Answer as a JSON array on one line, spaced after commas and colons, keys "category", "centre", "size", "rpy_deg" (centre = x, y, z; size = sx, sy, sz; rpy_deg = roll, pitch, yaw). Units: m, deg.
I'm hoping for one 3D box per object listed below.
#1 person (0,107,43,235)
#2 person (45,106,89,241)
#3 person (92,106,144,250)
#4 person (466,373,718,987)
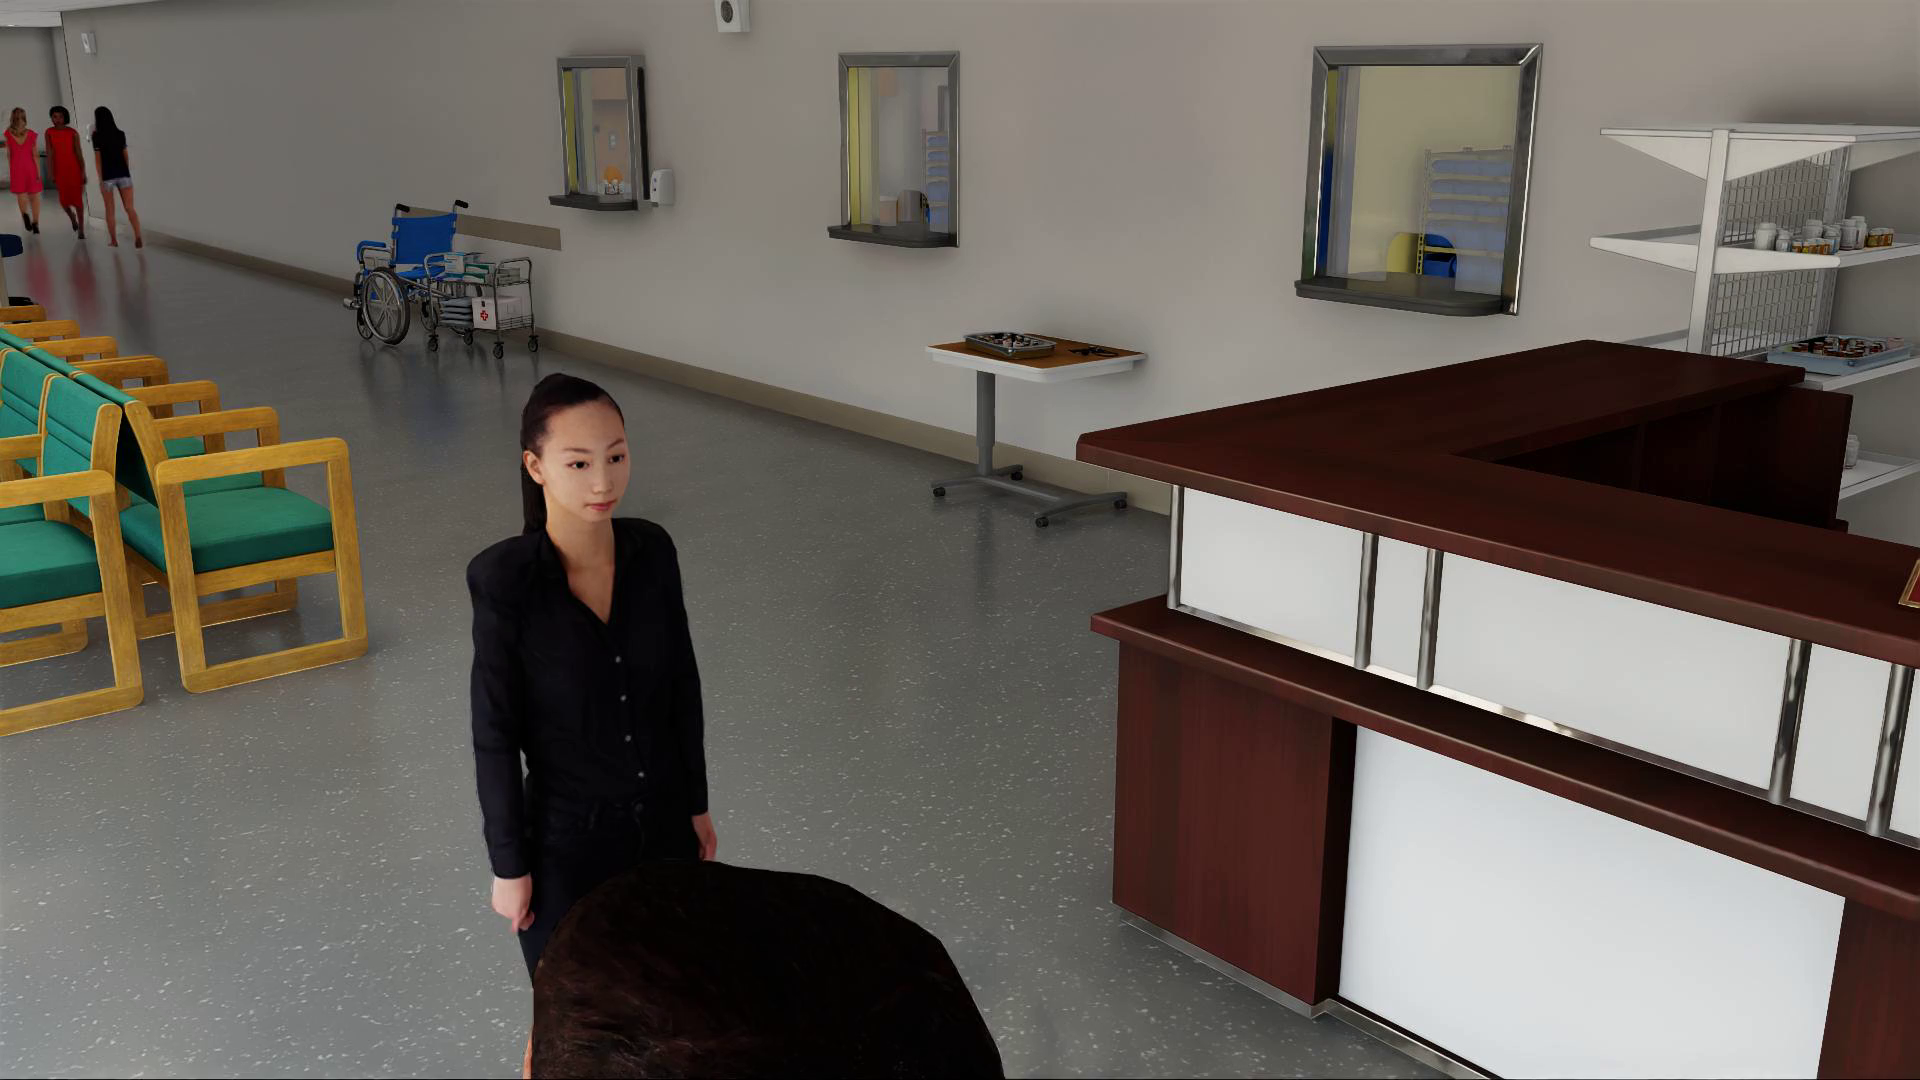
[{"category": "person", "centre": [-12.629, -4.941, 22.421], "size": [1.025, 1.698, 0.858], "rpy_deg": [-6, 17, -21]}, {"category": "person", "centre": [-11.848, -4.871, 22.115], "size": [0.815, 1.729, 0.820], "rpy_deg": [-8, 18, -26]}, {"category": "person", "centre": [-10.468, -4.470, 20.689], "size": [1.014, 1.731, 0.625], "rpy_deg": [-13, 20, -38]}, {"category": "person", "centre": [-0.631, 0.548, 2.928], "size": [0.427, 1.710, 0.641], "rpy_deg": [-14, 21, -41]}]
